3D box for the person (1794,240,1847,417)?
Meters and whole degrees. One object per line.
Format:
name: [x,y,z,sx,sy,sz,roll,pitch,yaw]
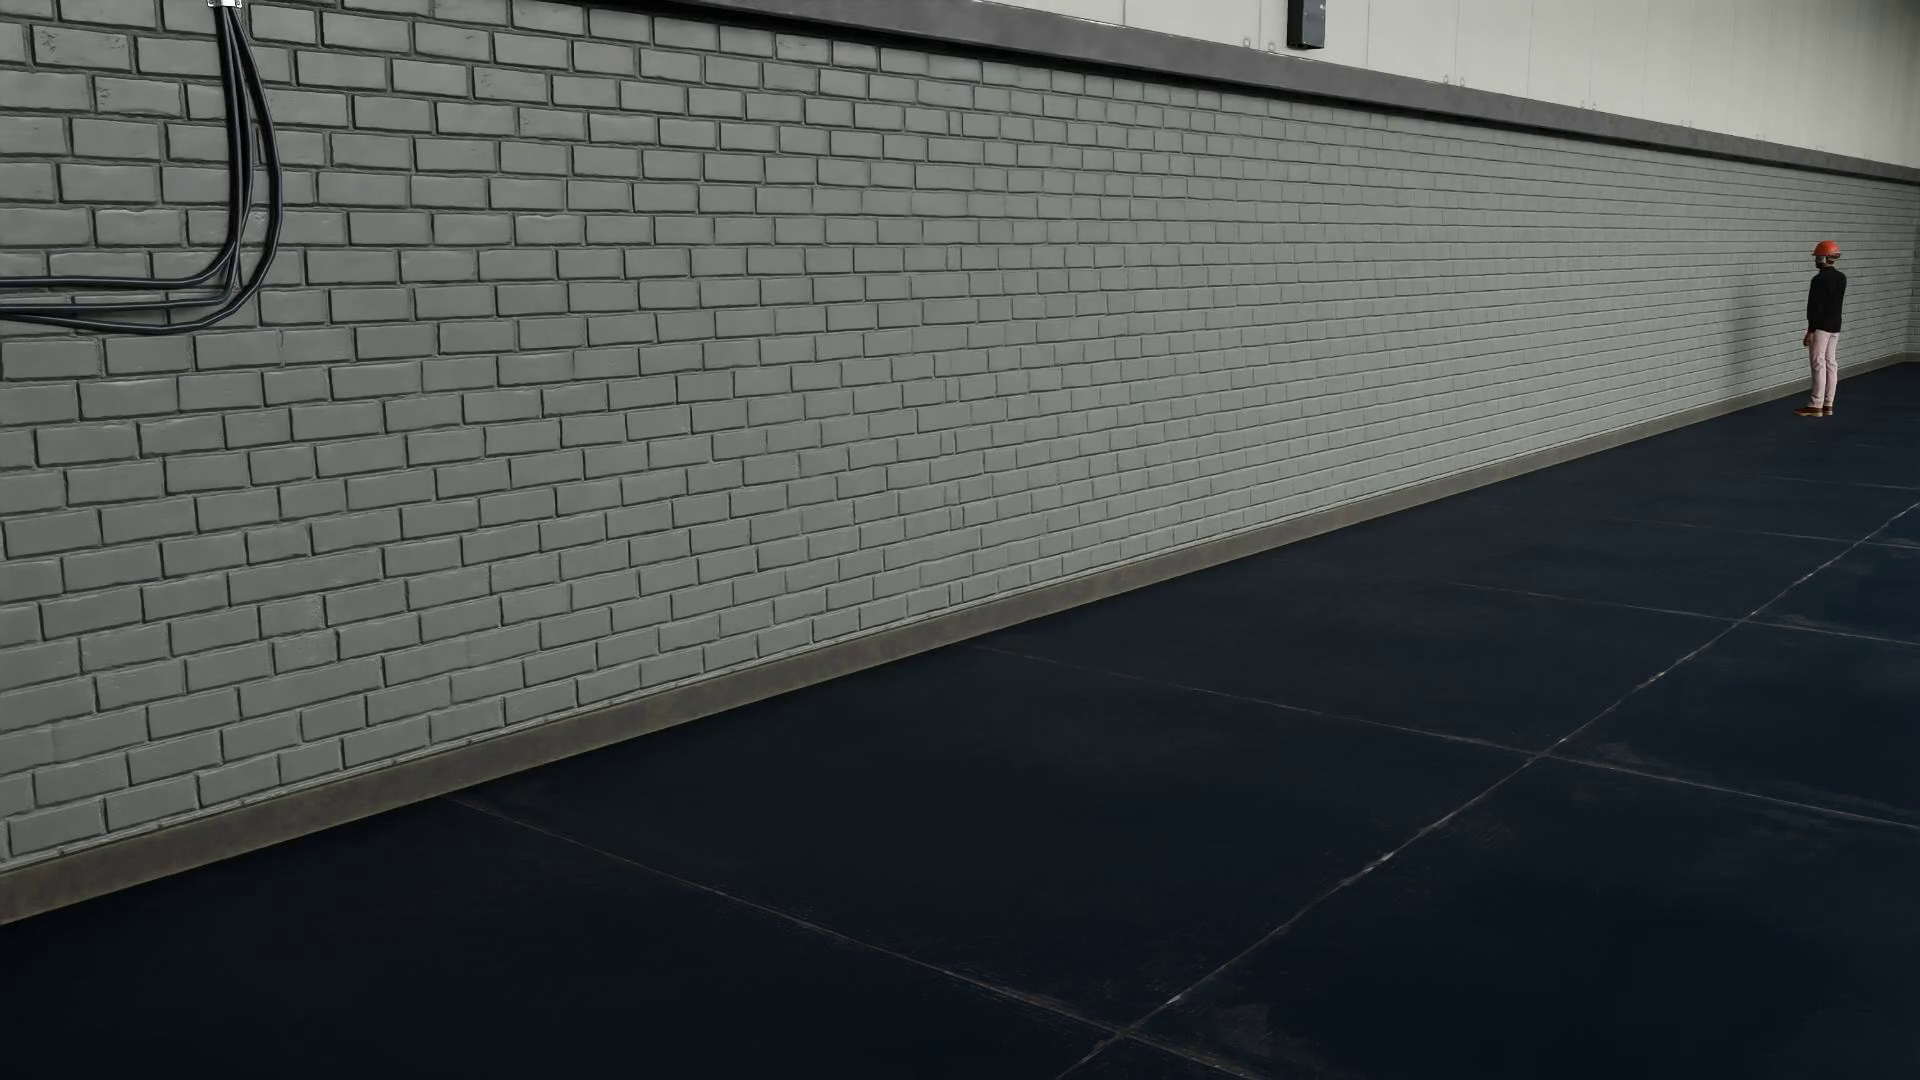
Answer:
person: [9.858,-2.417,19.030,0.610,1.996,0.384,-7,13,-35]
